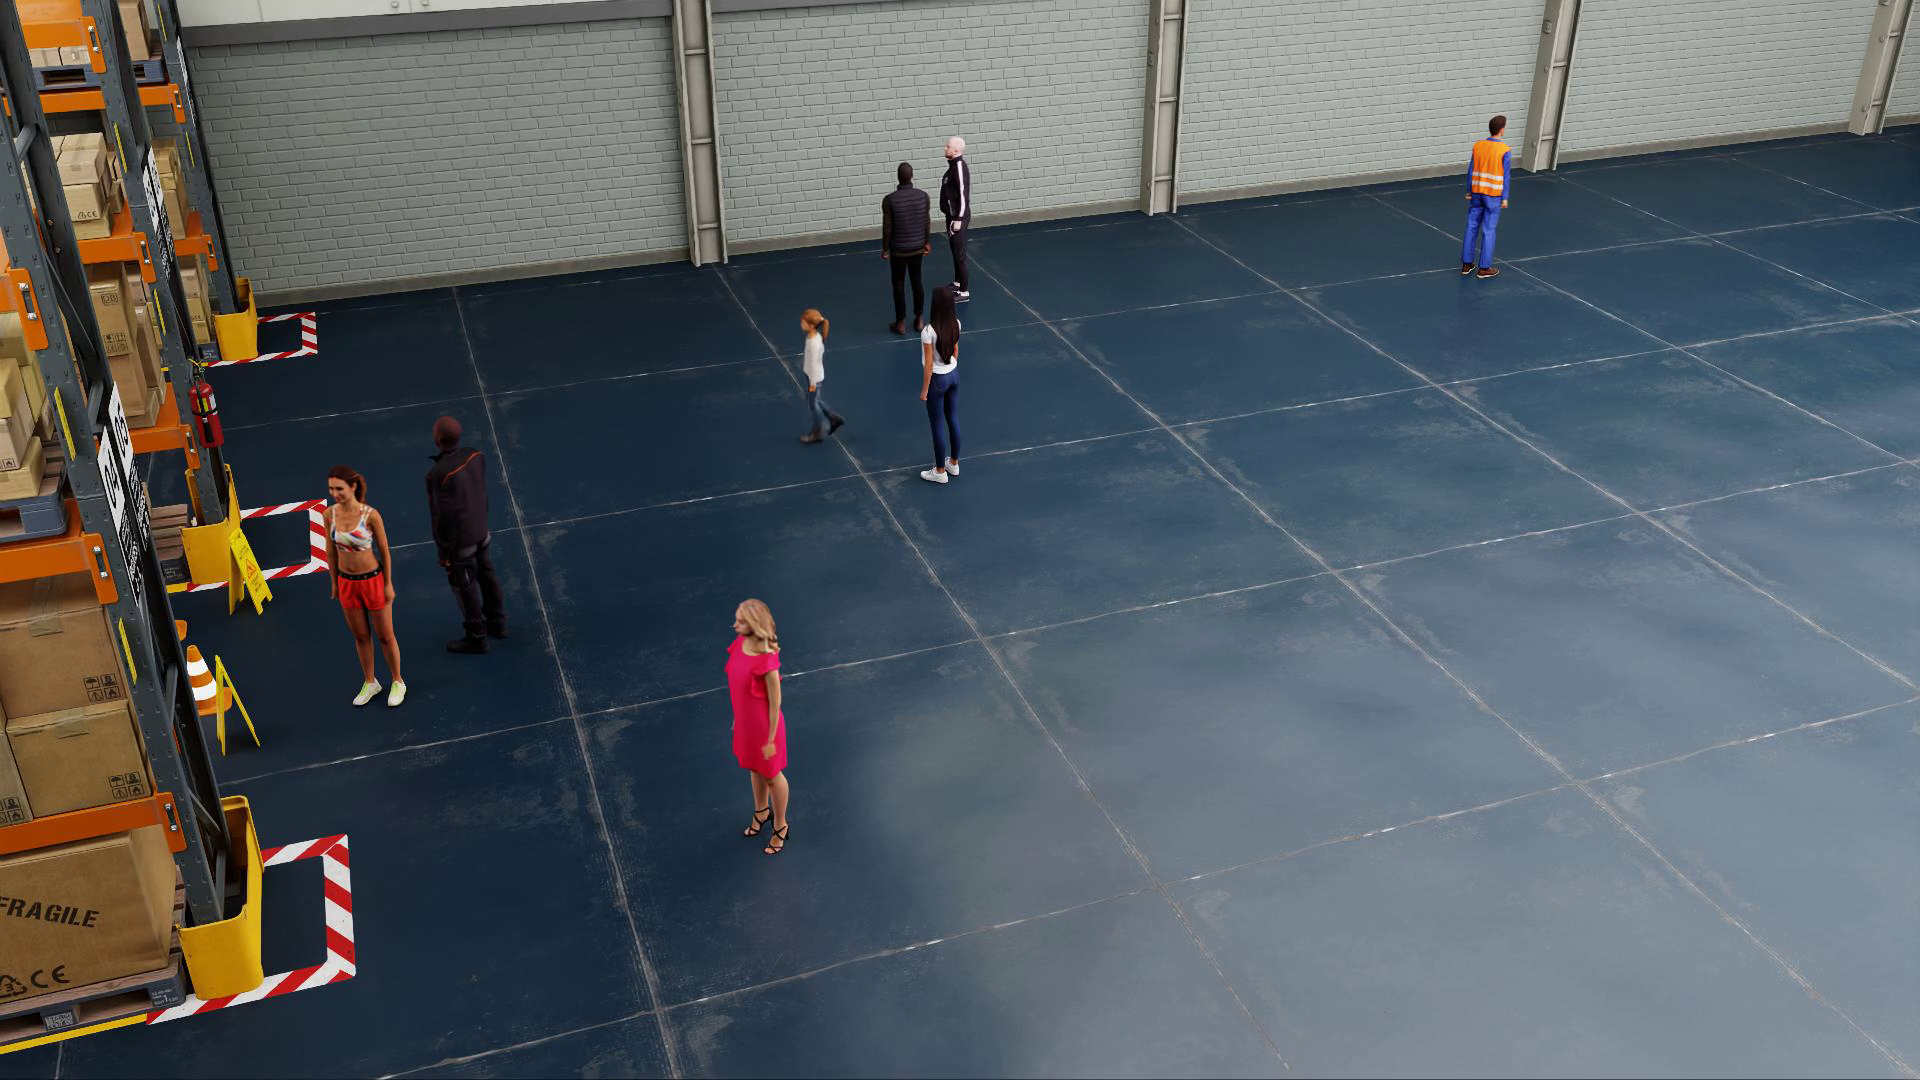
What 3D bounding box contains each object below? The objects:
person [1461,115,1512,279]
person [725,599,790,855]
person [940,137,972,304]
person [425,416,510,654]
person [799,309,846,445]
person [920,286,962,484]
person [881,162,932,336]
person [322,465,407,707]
[{"bbox_3d":[6.103,-3.988,19.266,0.749,1.863,0.774,-23,36,-36],"label":"person"},{"bbox_3d":[-1.182,1.087,9.879,0.630,1.728,0.637,-19,34,-32],"label":"person"},{"bbox_3d":[-0.024,-3.580,18.527,0.644,1.837,0.713,-4,28,-7],"label":"person"},{"bbox_3d":[-3.542,-0.046,11.905,0.839,1.825,0.793,11,30,19],"label":"person"},{"bbox_3d":[-1.264,-1.488,15.162,0.700,1.308,0.561,-4,28,-7],"label":"person"},{"bbox_3d":[-0.147,-1.352,14.410,0.726,1.775,0.613,22,35,35],"label":"person"},{"bbox_3d":[-0.572,-3.096,17.621,0.496,1.836,0.765,-11,30,-20],"label":"person"},{"bbox_3d":[-4.042,0.306,11.280,0.617,1.791,0.726,2,28,4],"label":"person"}]
